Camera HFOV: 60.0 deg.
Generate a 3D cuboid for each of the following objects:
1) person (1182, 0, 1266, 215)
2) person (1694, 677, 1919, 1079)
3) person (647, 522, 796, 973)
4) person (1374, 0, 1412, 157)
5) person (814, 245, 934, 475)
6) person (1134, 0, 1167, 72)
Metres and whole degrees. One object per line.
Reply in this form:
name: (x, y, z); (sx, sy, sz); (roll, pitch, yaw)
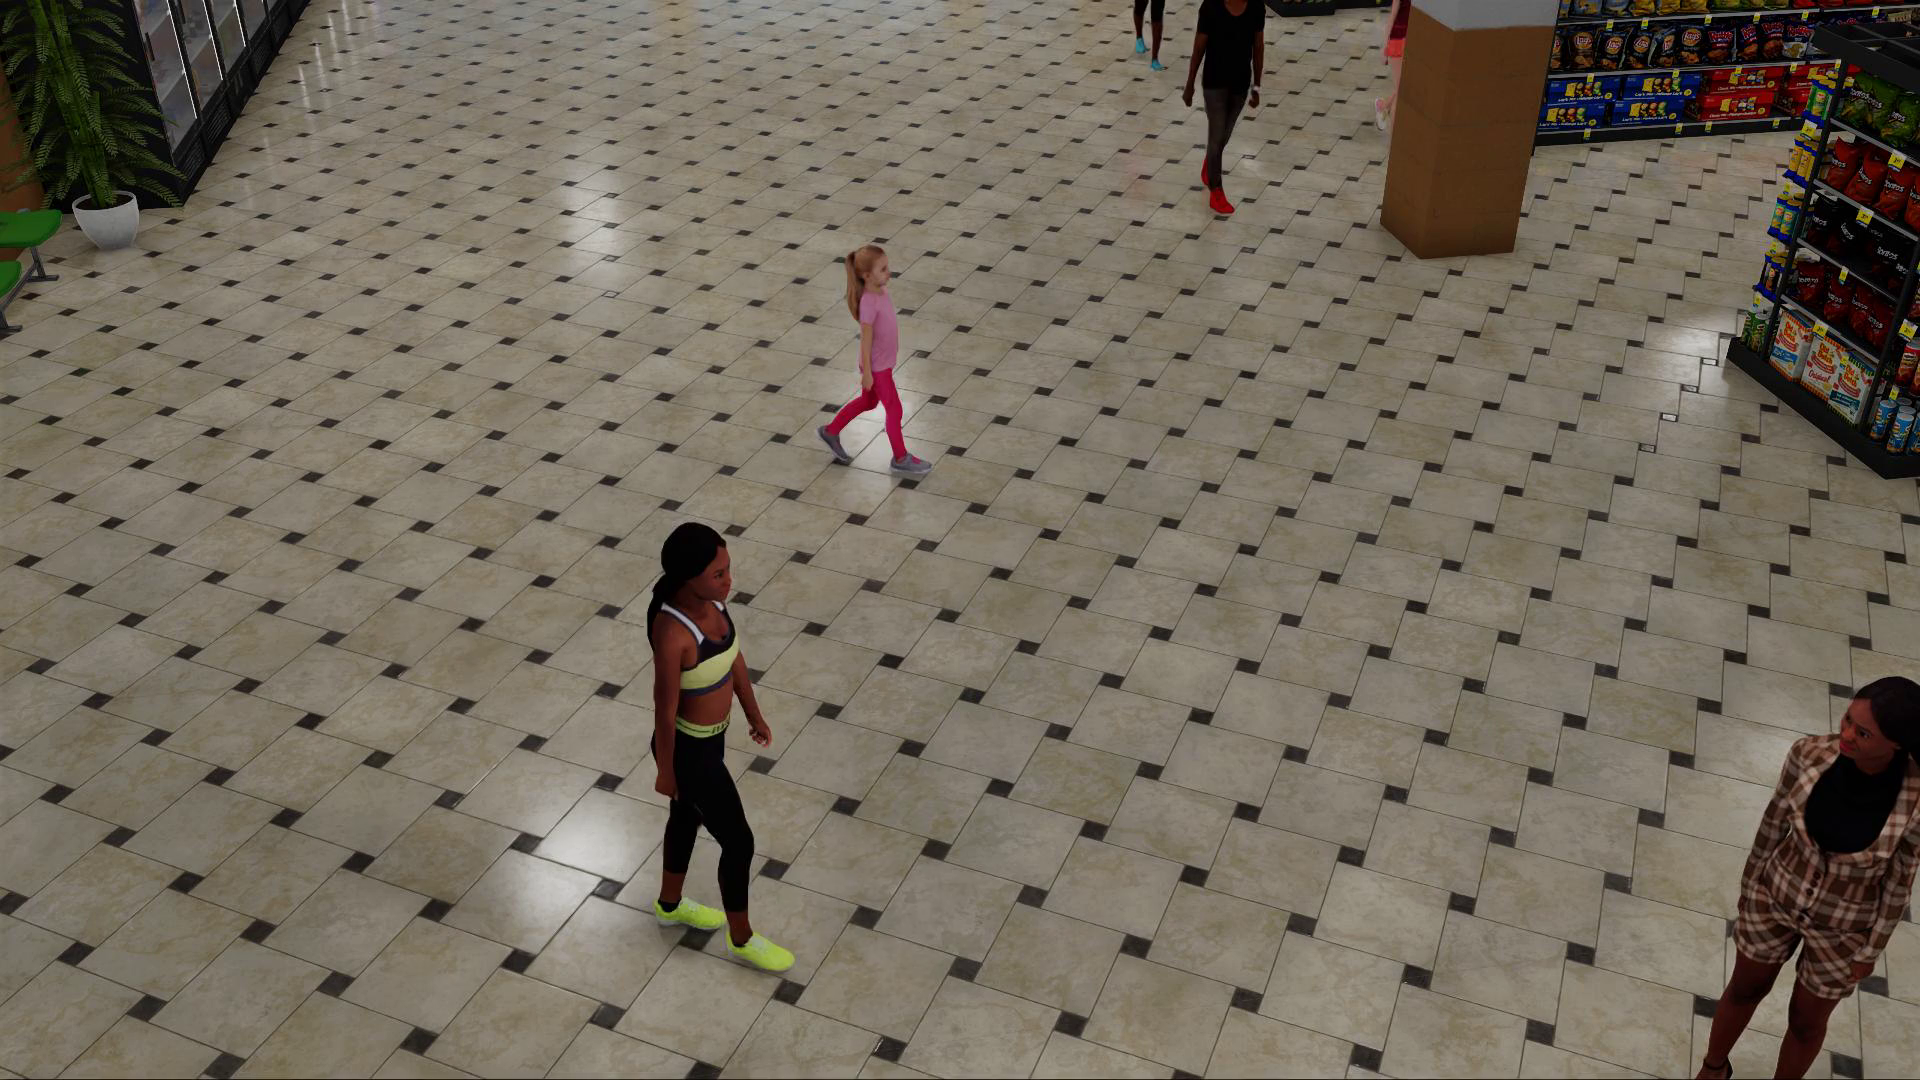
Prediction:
person: (1.894, -3.336, 12.022); (1.099, 1.776, 0.758); (-3, 32, -5)
person: (2.481, 1.112, 4.858); (0.701, 1.792, 0.670); (-27, 41, -36)
person: (-0.979, 0.680, 5.610); (0.887, 1.731, 0.732); (6, 32, 9)
person: (3.462, -3.856, 12.906); (0.938, 1.725, 0.706); (-8, 33, -12)
person: (-0.491, -0.929, 8.649); (0.937, 1.252, 0.680); (5, 32, 8)
person: (1.700, -5.141, 15.024); (1.118, 1.668, 0.723); (-2, 32, -3)
